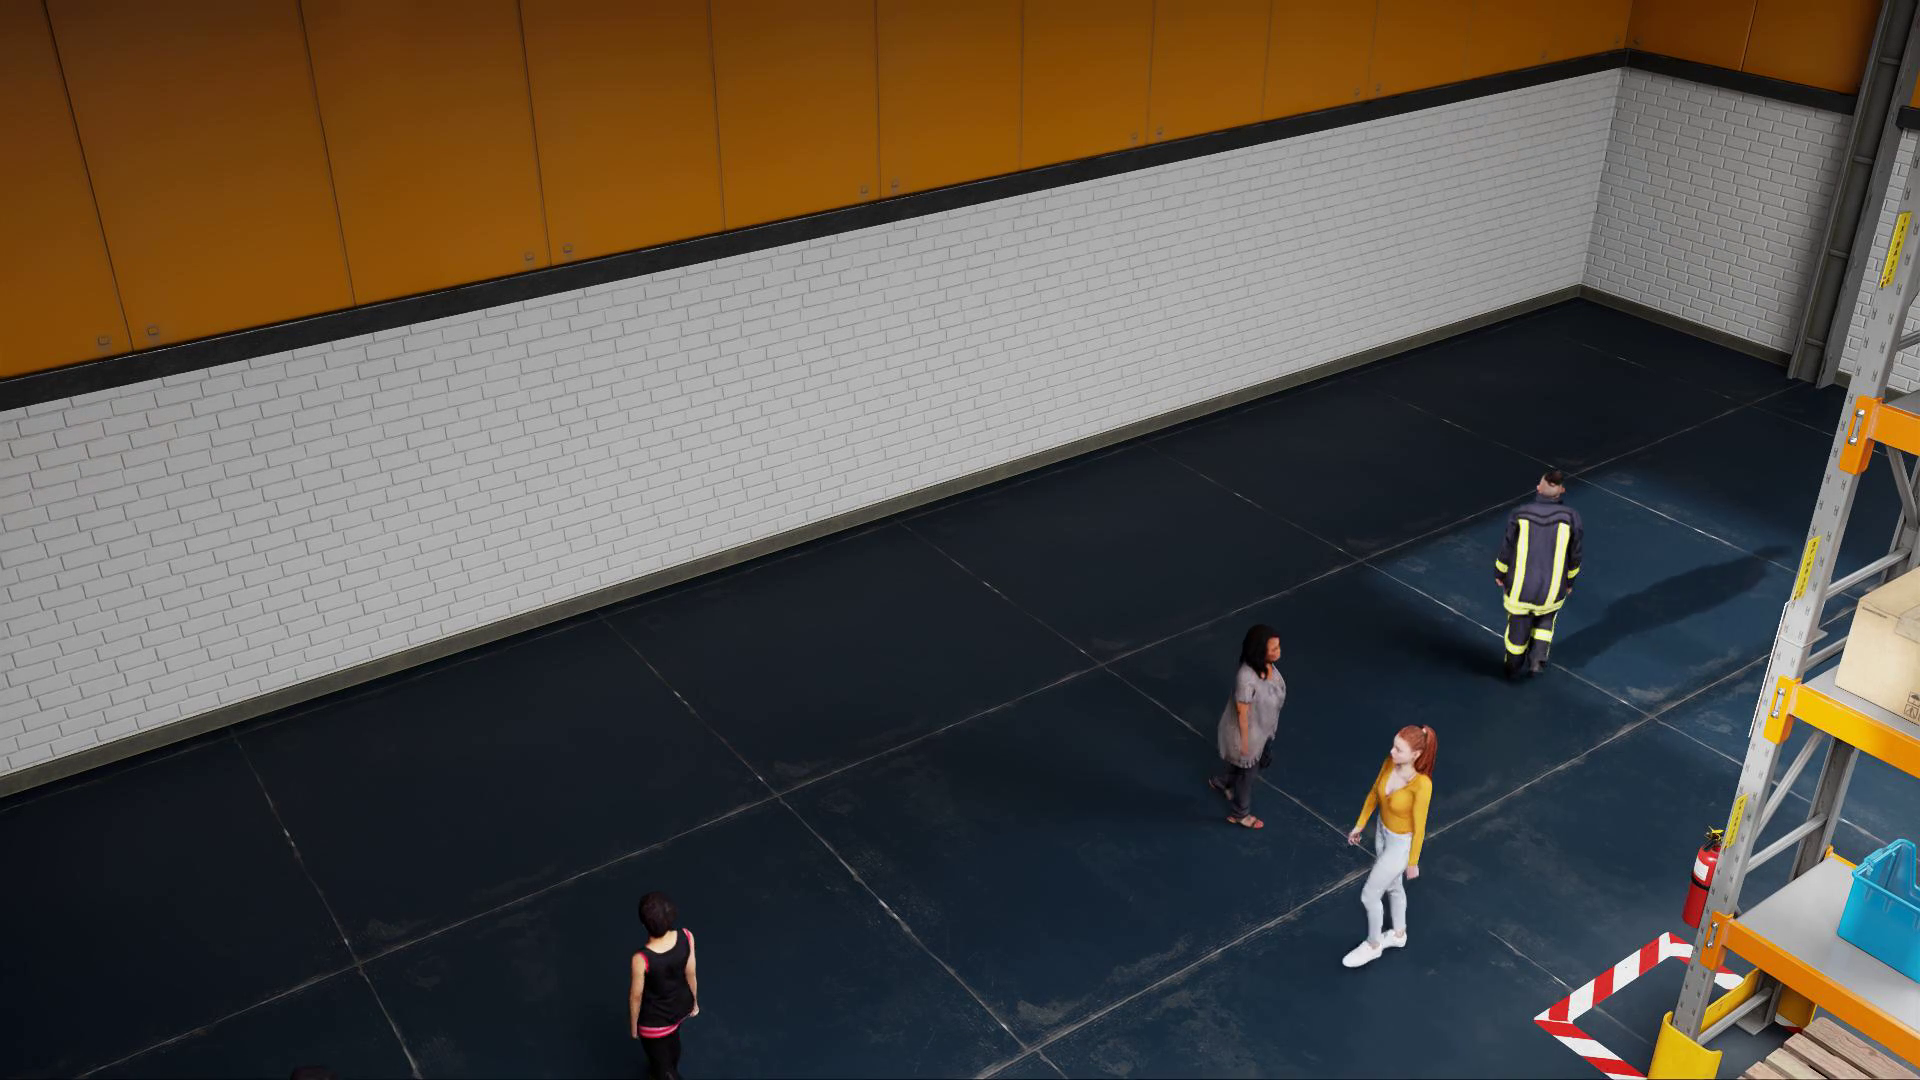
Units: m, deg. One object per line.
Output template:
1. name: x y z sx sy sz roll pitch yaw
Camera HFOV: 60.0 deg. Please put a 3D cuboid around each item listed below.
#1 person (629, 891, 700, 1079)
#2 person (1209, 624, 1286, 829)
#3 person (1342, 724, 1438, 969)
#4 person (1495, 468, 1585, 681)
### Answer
1. person: -1.551 2.575 8.964 0.654 1.526 1.021 -25 38 -38
2. person: 1.906 1.242 11.336 0.856 1.593 0.794 11 30 19
3. person: 2.726 1.832 10.110 0.792 1.731 0.763 -6 29 -10
4. person: 4.436 0.308 12.779 0.905 1.851 0.976 7 29 13
